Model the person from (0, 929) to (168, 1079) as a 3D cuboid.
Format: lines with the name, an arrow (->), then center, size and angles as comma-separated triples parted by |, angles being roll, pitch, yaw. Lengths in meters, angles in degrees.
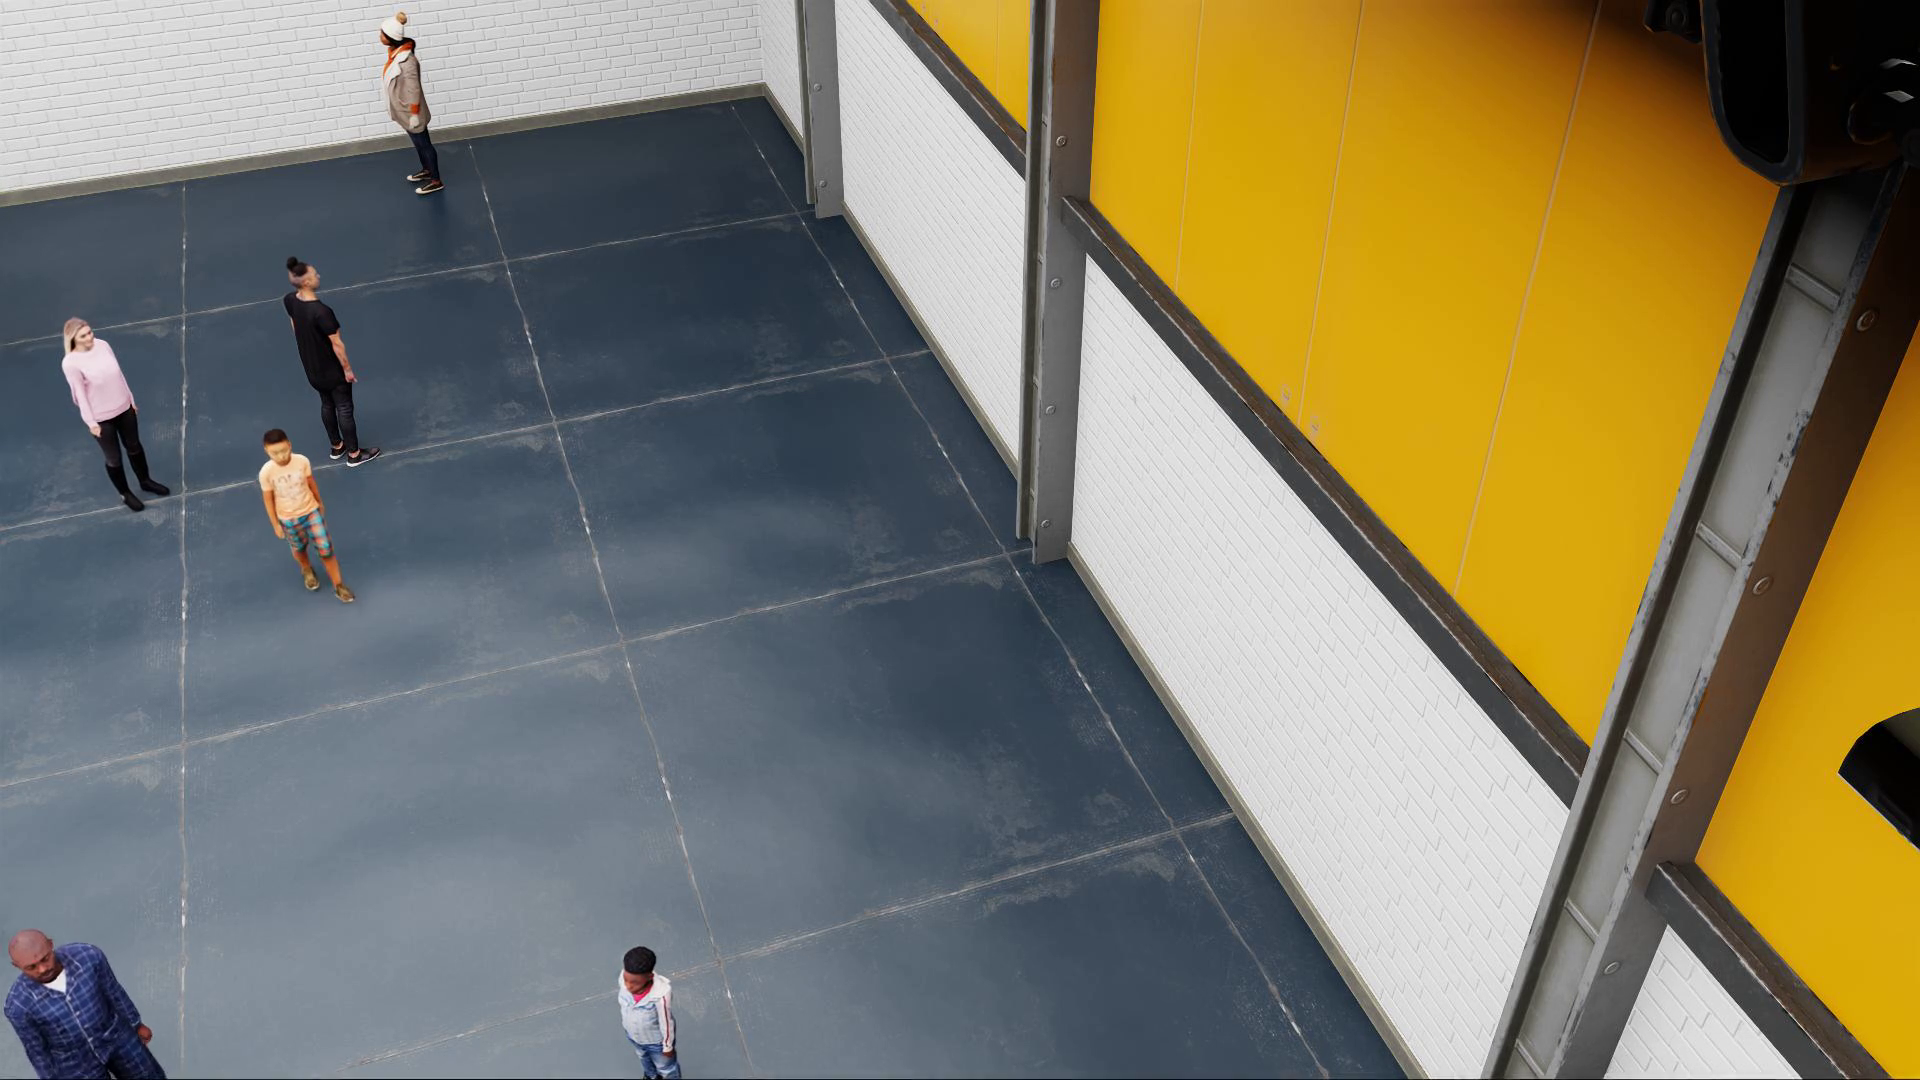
person -> -4.448, 2.528, 8.428 | 0.857, 1.809, 0.824 | 26, 45, 28

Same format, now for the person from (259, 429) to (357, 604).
person -> -4.867, -0.231, 12.178 | 0.687, 1.439, 0.934 | -24, 44, -27

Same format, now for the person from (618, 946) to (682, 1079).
person -> -1.636, 2.570, 8.814 | 0.559, 1.261, 0.627 | 22, 43, 25

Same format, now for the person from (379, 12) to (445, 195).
person -> -5.675, -4.539, 17.212 | 0.779, 1.889, 0.641 | -18, 42, -22

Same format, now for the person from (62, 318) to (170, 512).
person -> -6.644, -1.006, 12.952 | 0.744, 1.686, 0.684 | 16, 41, 20

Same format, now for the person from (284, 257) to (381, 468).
person -> -5.101, -1.449, 13.360 | 0.740, 1.867, 0.840 | 23, 44, 26
